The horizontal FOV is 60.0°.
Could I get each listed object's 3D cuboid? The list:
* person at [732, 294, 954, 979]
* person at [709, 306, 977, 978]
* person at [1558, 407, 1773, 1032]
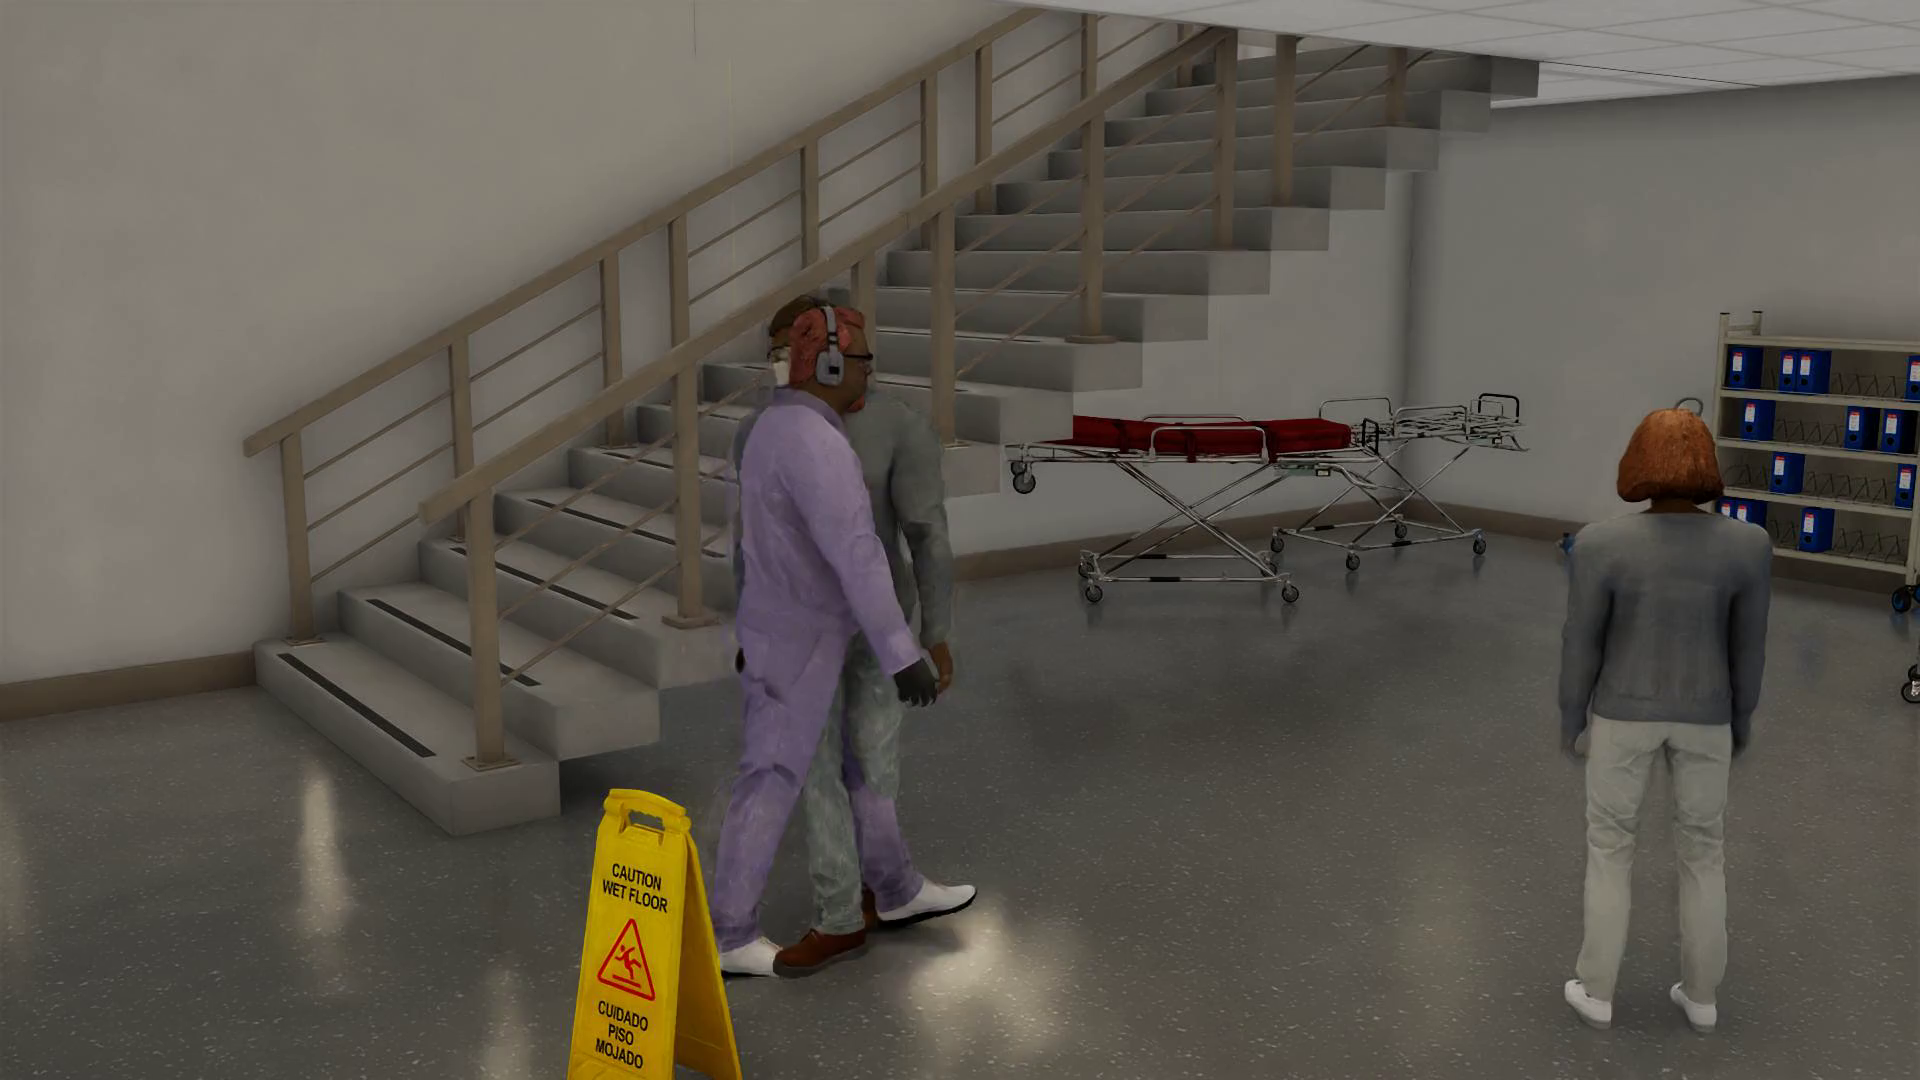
[{"bbox_3d":[-0.327,0.256,4.788,0.703,1.900,0.666,2,10,11],"label":"person"},{"bbox_3d":[-0.325,0.292,4.680,0.933,1.867,0.664,-2,10,-12],"label":"person"},{"bbox_3d":[1.809,0.473,4.314,0.502,1.629,0.281,2,10,9],"label":"person"}]
